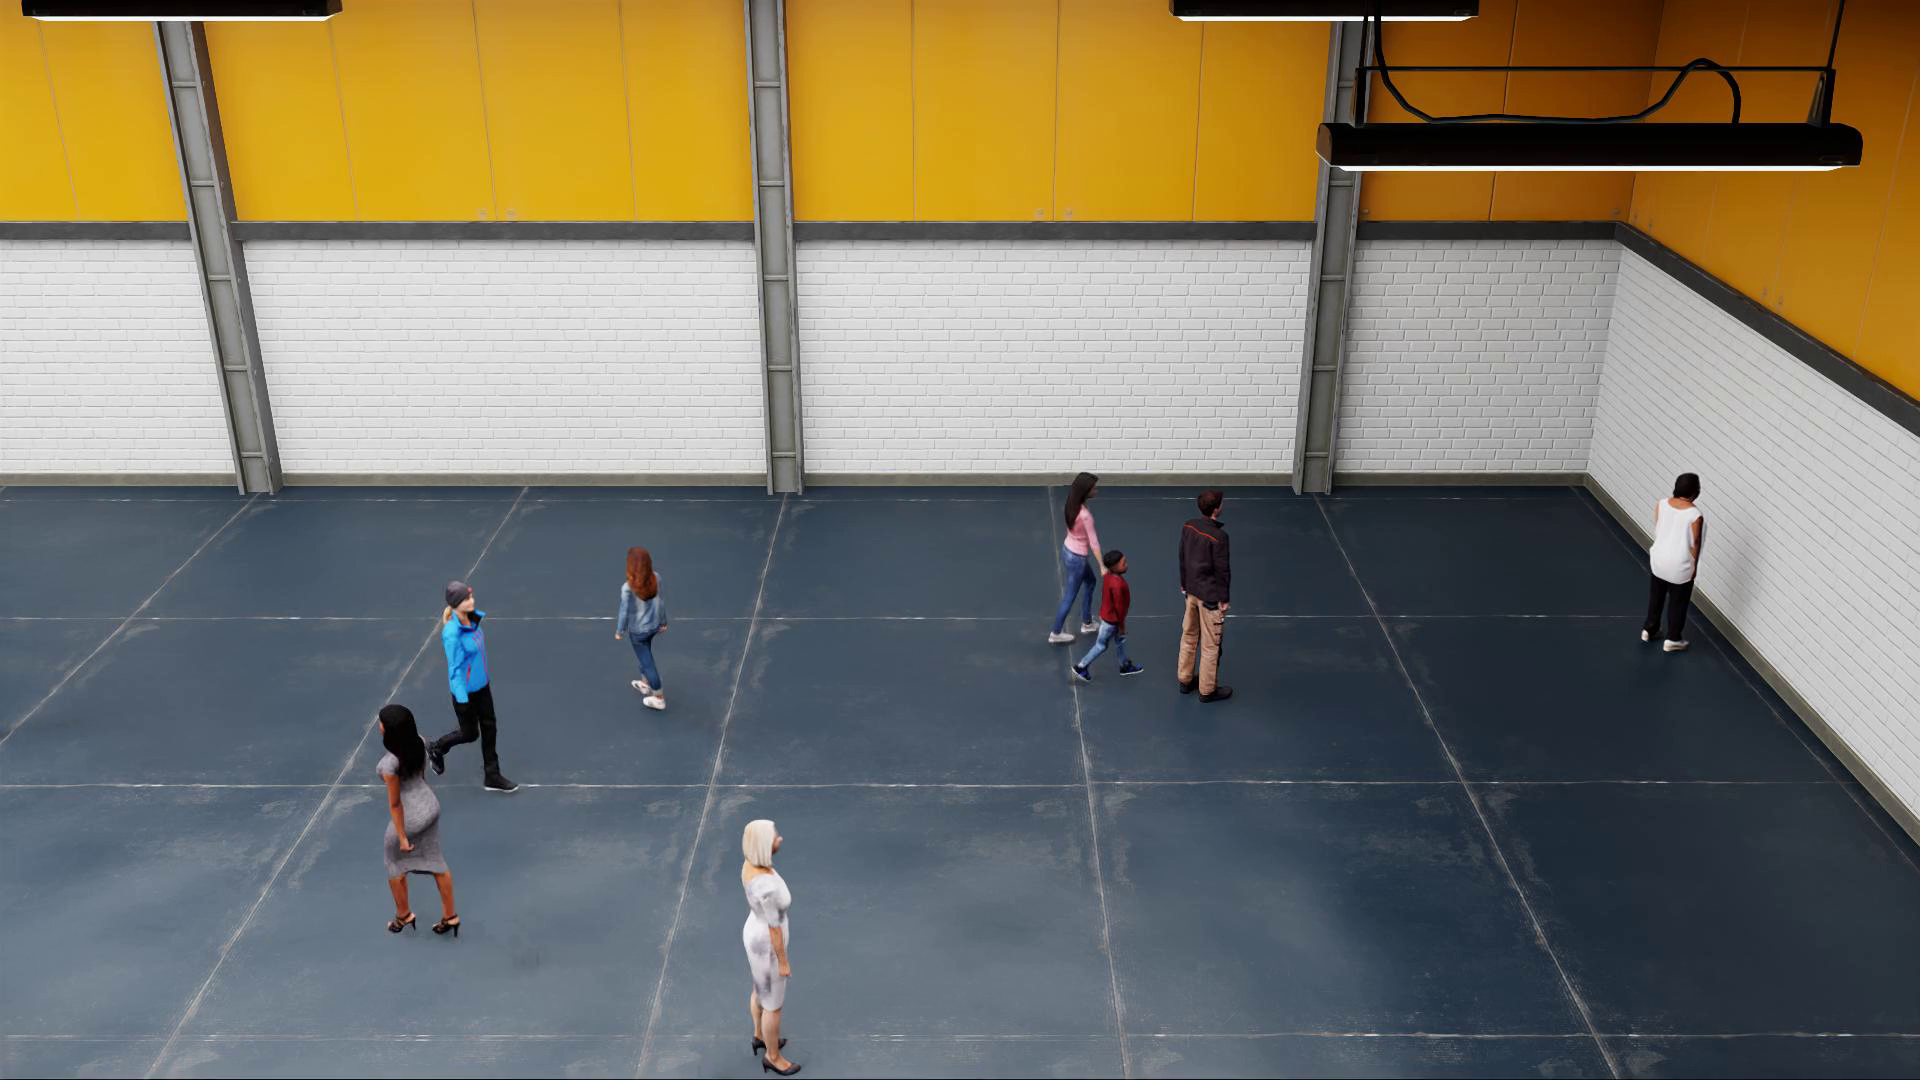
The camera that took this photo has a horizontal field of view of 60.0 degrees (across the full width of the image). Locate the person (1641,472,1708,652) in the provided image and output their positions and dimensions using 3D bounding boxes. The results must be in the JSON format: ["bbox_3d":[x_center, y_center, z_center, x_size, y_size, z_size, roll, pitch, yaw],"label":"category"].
[{"bbox_3d":[6.535,0.177,15.180,0.749,1.687,0.745,-10,26,-22],"label":"person"}]

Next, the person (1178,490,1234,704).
[{"bbox_3d":[2.095,0.462,14.231,0.828,1.925,0.796,-18,29,-35],"label":"person"}]

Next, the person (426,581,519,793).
[{"bbox_3d":[-3.858,1.152,12.833,1.072,1.781,0.806,6,24,14],"label":"person"}]

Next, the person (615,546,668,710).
[{"bbox_3d":[-2.633,0.771,14.105,0.856,1.460,0.770,15,28,30],"label":"person"}]

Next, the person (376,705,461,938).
[{"bbox_3d":[-3.556,1.911,11.118,0.842,1.764,0.747,11,26,23],"label":"person"}]

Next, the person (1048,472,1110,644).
[{"bbox_3d":[0.990,0.186,15.123,0.875,1.717,0.706,-7,24,-15],"label":"person"}]

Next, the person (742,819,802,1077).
[{"bbox_3d":[-1.168,2.430,9.949,0.625,1.750,0.631,-10,25,-21],"label":"person"}]

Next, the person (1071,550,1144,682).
[{"bbox_3d":[1.268,0.676,14.591,0.879,1.245,0.528,-1,24,-2],"label":"person"}]
